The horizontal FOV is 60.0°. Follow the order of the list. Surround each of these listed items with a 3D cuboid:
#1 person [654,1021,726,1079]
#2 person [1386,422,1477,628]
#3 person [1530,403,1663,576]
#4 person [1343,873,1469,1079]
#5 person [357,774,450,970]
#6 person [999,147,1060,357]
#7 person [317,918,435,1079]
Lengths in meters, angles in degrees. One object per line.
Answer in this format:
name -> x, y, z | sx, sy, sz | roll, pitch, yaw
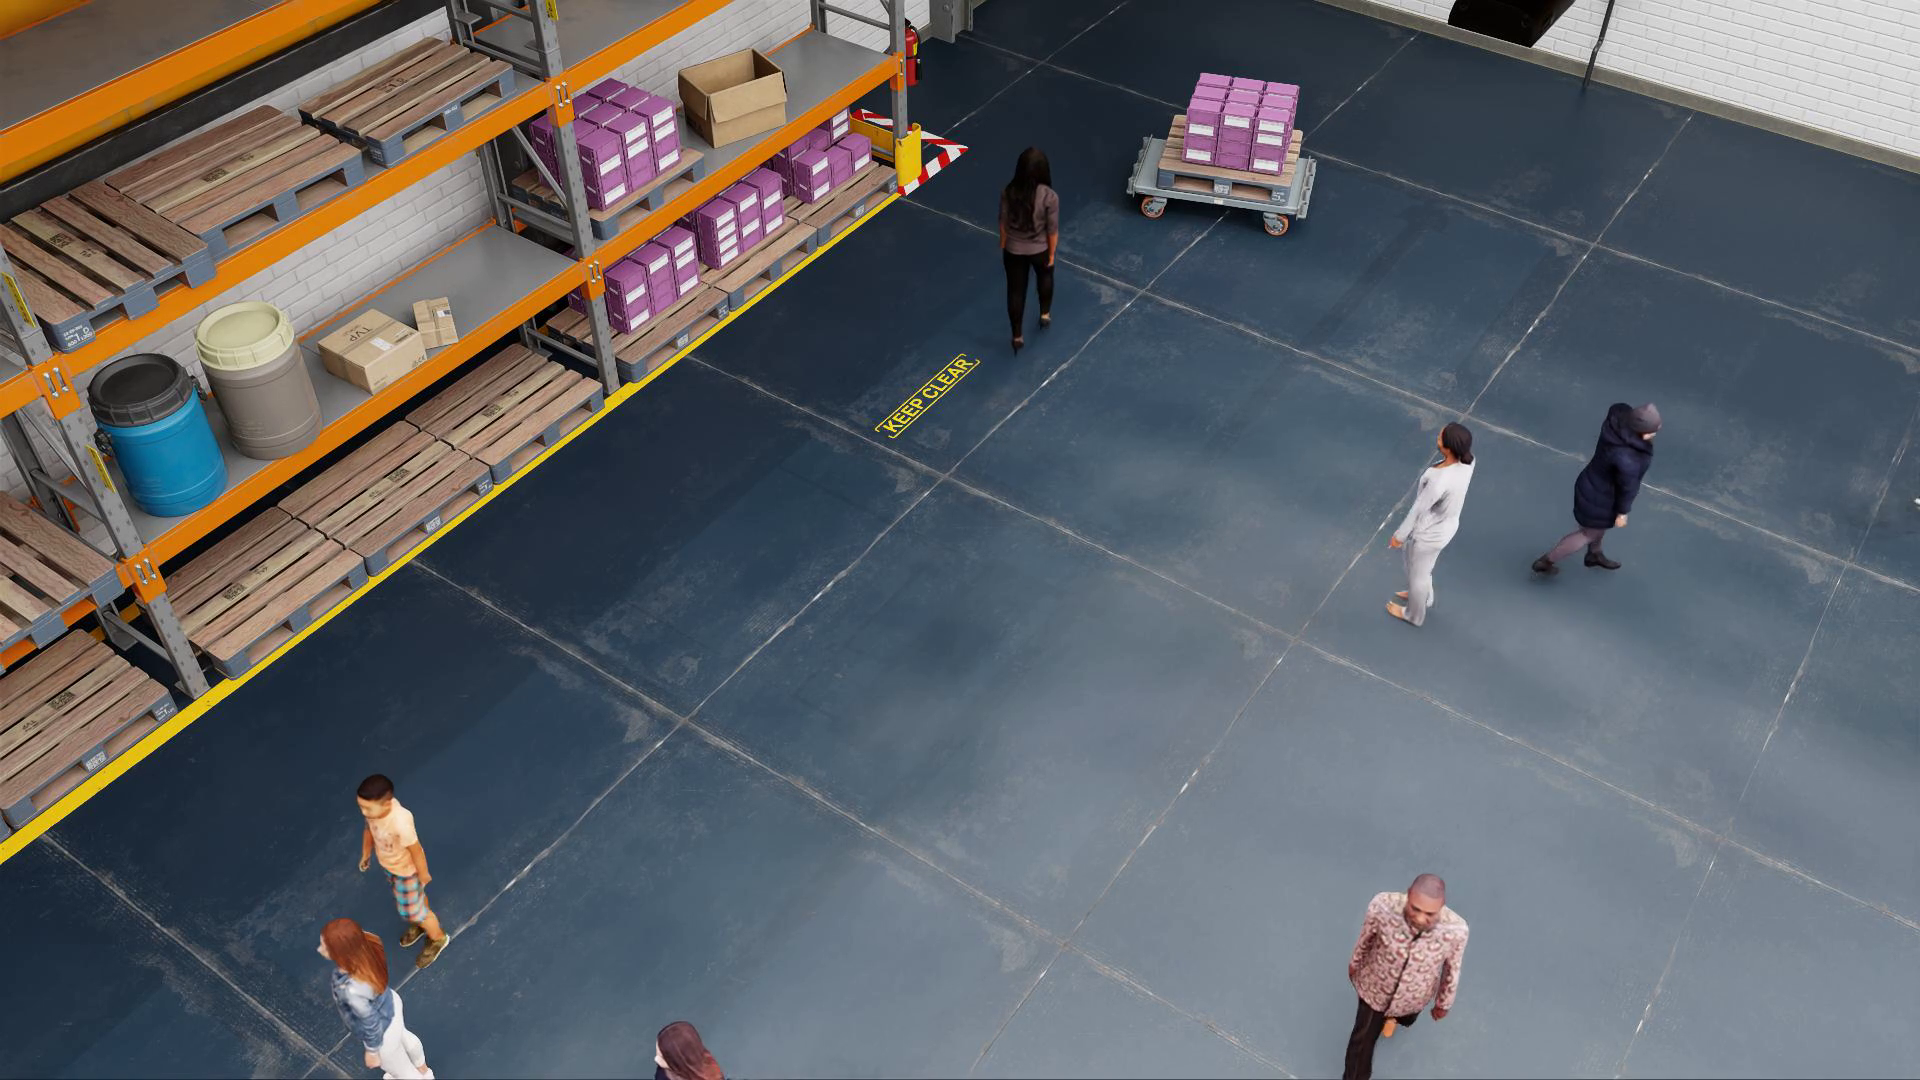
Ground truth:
person -> -1.273, 2.812, 8.224 | 1.021, 1.591, 0.752 | -32, 52, -29
person -> 3.224, -0.048, 11.128 | 0.726, 1.725, 0.565 | 30, 51, 28
person -> 4.382, -0.324, 11.476 | 1.036, 1.645, 1.018 | 0, 44, 0
person -> 2.303, 2.241, 8.678 | 0.921, 1.791, 1.238 | 12, 45, 13
person -> -3.123, 1.778, 9.406 | 0.556, 1.456, 0.560 | 29, 51, 27
person -> 0.529, -2.259, 13.379 | 0.840, 1.822, 0.939 | 6, 44, 6
person -> -2.964, 2.453, 8.519 | 0.723, 1.703, 0.687 | -11, 45, -11
